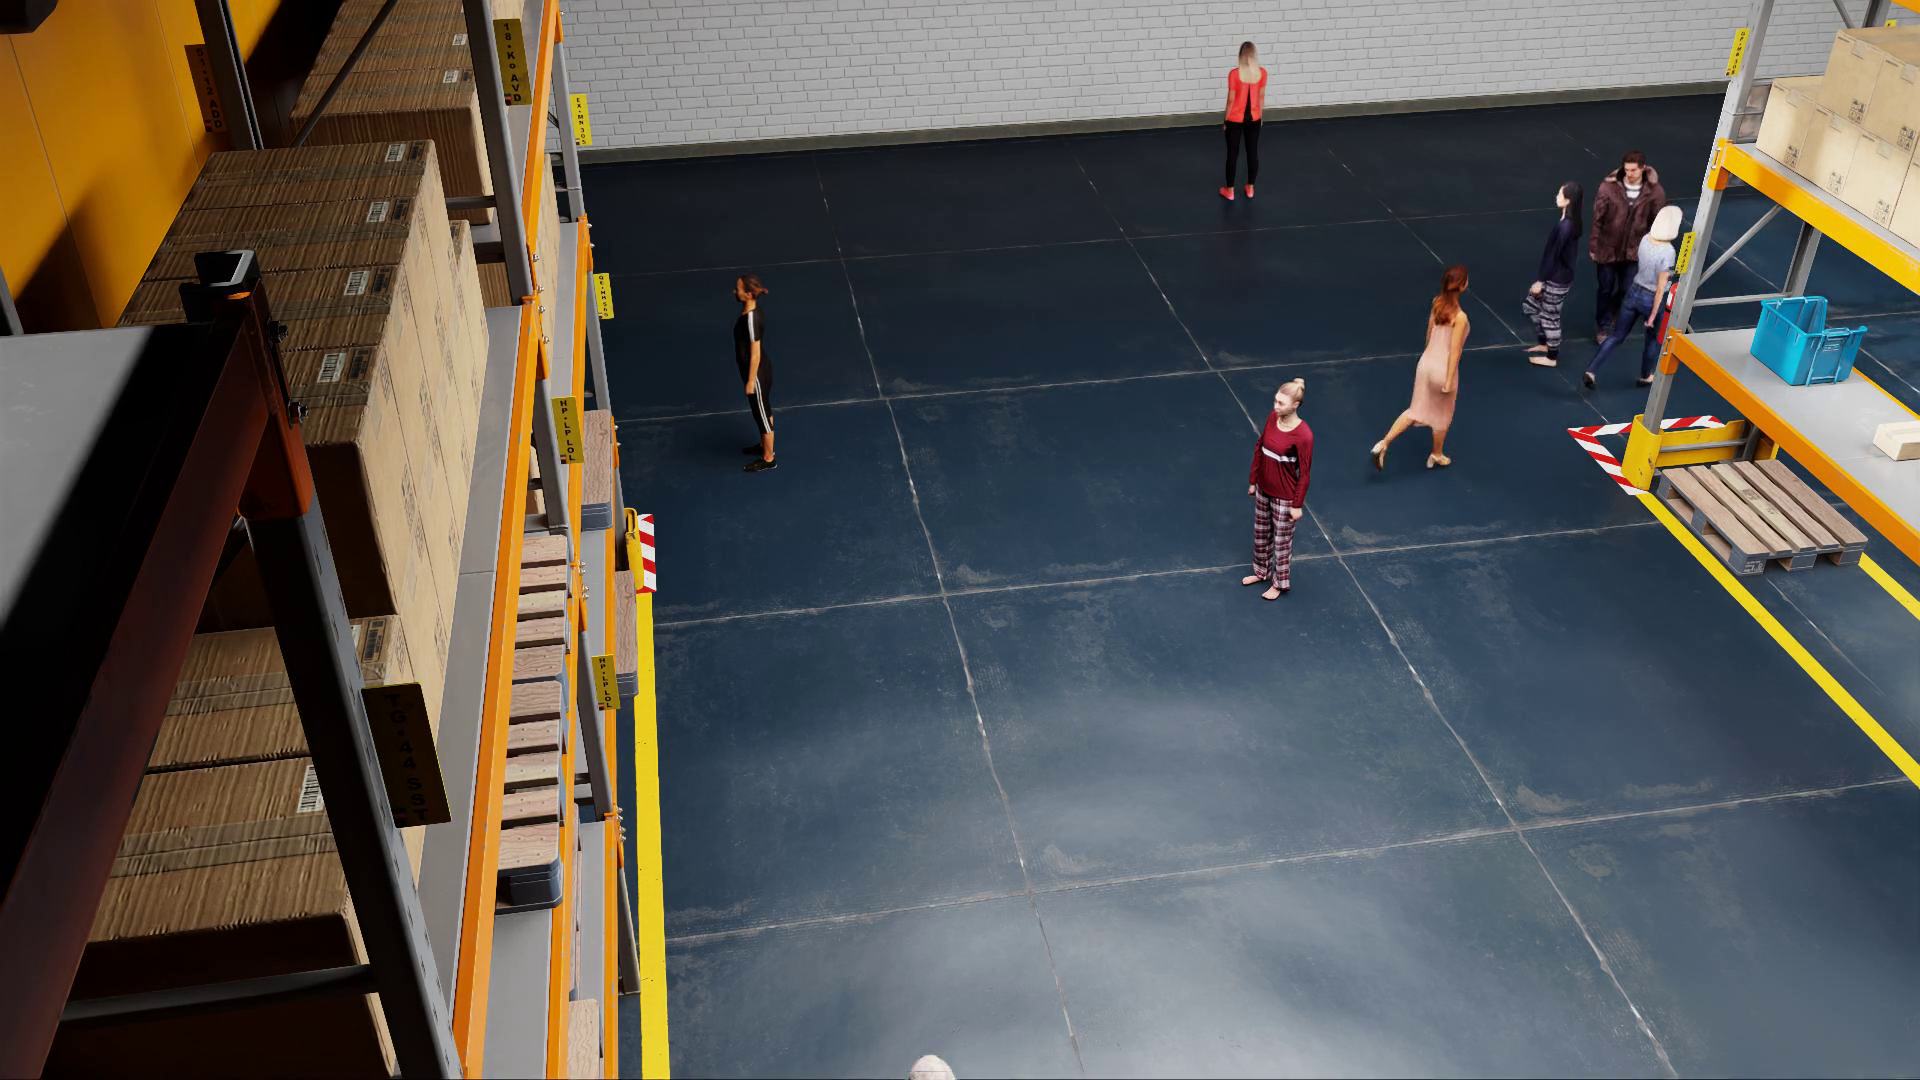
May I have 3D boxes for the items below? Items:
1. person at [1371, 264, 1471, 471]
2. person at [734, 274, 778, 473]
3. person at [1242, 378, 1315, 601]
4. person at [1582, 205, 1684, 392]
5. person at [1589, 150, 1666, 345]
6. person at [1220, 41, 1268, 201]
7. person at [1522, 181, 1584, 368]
[{"bbox_3d":[3.640,-1.287,12.955,0.828,1.810,1.041,-13,36,-19],"label":"person"},{"bbox_3d":[-1.612,-1.339,13.162,0.651,1.668,0.471,-3,34,-5],"label":"person"},{"bbox_3d":[2.233,-0.355,11.653,0.754,1.699,0.599,-22,39,-29],"label":"person"},{"bbox_3d":[5.743,-2.009,14.147,0.812,1.694,1.078,-14,36,-20],"label":"person"},{"bbox_3d":[5.945,-2.672,15.028,0.900,1.821,0.921,7,34,10],"label":"person"},{"bbox_3d":[3.056,-4.524,17.930,0.585,1.694,0.520,-7,34,-10],"label":"person"},{"bbox_3d":[5.303,-2.291,14.547,0.799,1.719,0.723,13,36,19],"label":"person"}]
